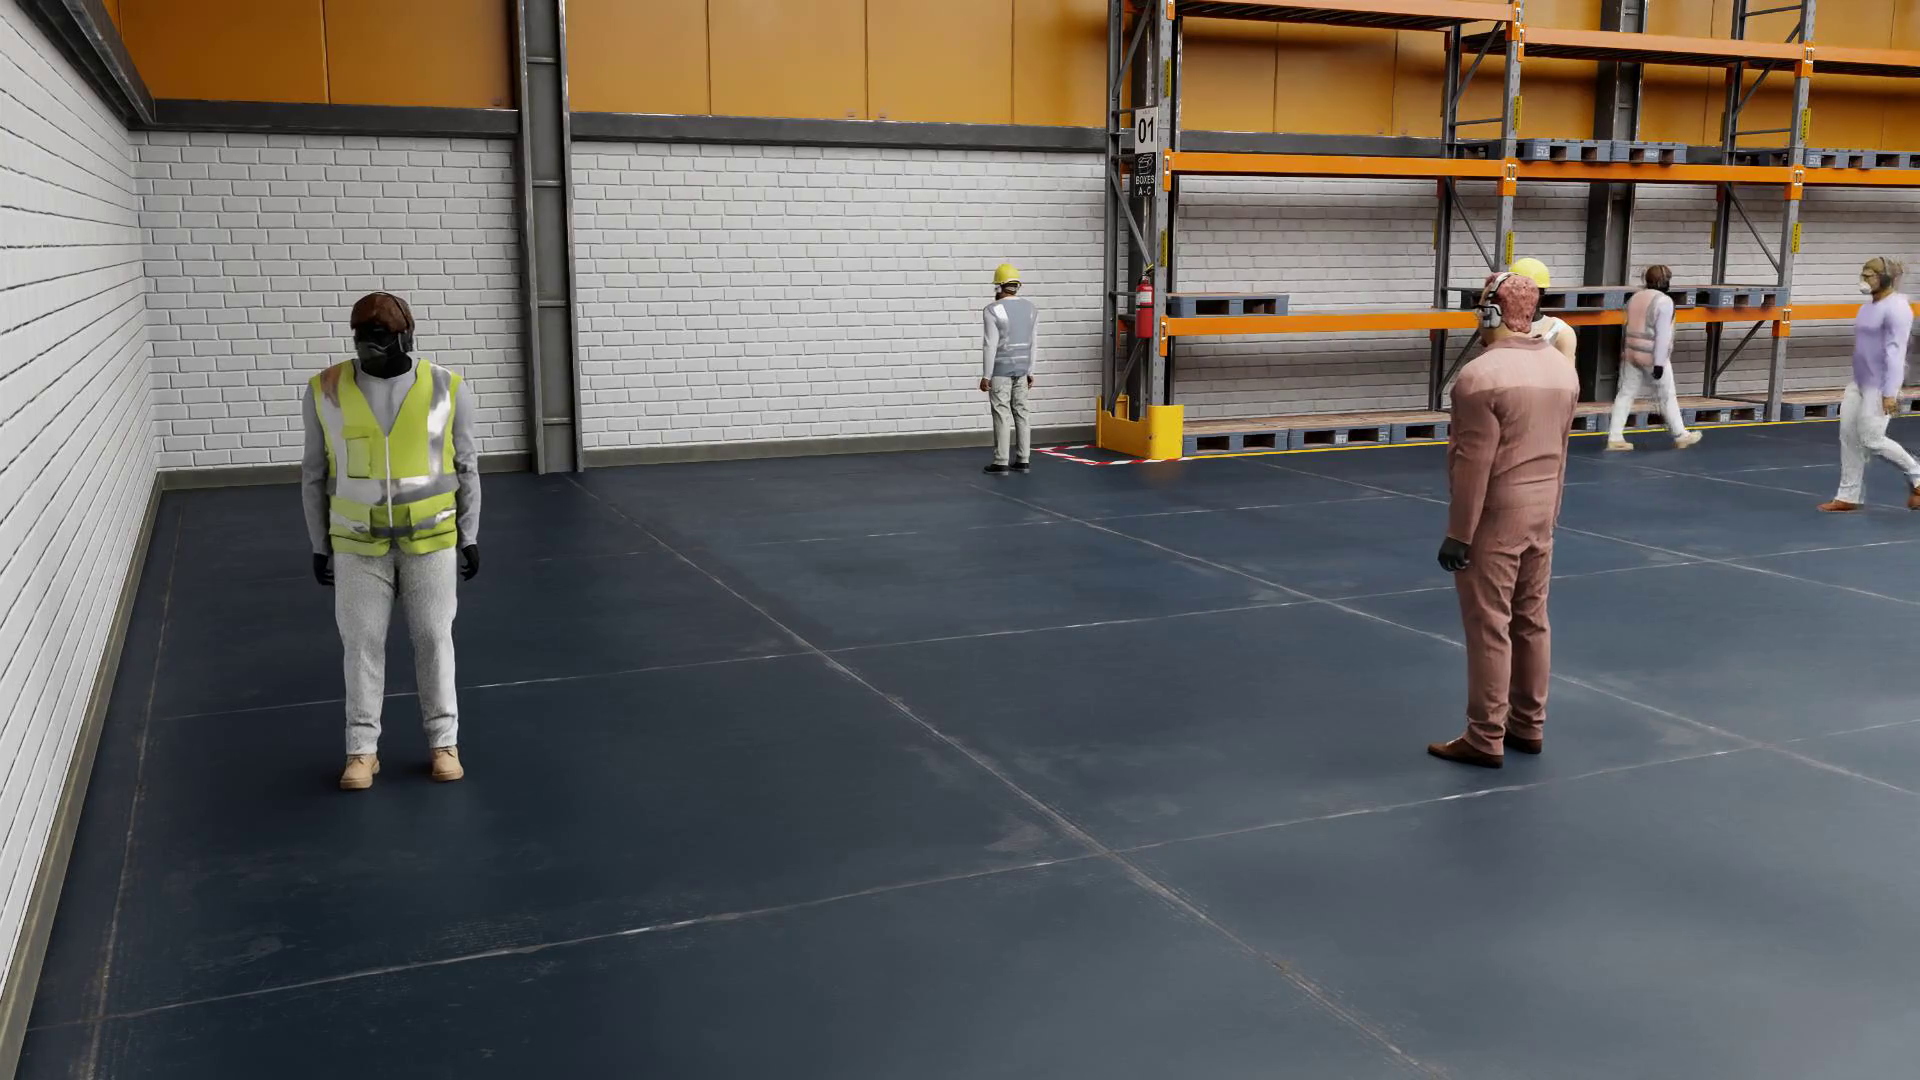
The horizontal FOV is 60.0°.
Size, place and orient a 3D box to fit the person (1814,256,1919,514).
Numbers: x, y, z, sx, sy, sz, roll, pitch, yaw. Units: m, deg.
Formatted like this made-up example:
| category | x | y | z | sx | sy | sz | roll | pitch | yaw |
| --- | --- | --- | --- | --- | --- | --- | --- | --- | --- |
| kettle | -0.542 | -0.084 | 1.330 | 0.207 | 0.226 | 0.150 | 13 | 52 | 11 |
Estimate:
| category | x | y | z | sx | sy | sz | roll | pitch | yaw |
| --- | --- | --- | --- | --- | --- | --- | --- | --- | --- |
| person | 6.785 | -1.116 | 12.221 | 0.716 | 1.917 | 0.636 | 1 | 10 | 4 |

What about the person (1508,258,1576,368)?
| category | x | y | z | sx | sy | sz | roll | pitch | yaw |
| --- | --- | --- | --- | --- | --- | --- | --- | --- | --- |
| person | 3.245 | -0.654 | 9.617 | 0.367 | 1.927 | 0.587 | -7 | 12 | -35 |

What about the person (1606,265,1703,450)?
| category | x | y | z | sx | sy | sz | roll | pitch | yaw |
| --- | --- | --- | --- | --- | --- | --- | --- | --- | --- |
| person | 6.749 | -1.753 | 16.114 | 0.972 | 1.788 | 0.653 | -3 | 11 | -16 |

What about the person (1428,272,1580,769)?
| category | x | y | z | sx | sy | sz | roll | pitch | yaw |
| --- | --- | --- | --- | --- | --- | --- | --- | --- | --- |
| person | 2.082 | -0.076 | 6.461 | 0.644 | 1.907 | 0.400 | -7 | 13 | -35 |

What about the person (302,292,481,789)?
| category | x | y | z | sx | sy | sz | roll | pitch | yaw |
| --- | --- | --- | --- | --- | --- | --- | --- | --- | --- |
| person | -2.098 | 0.007 | 6.182 | 0.626 | 1.840 | 0.430 | -3 | 11 | -15 |

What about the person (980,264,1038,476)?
| category | x | y | z | sx | sy | sz | roll | pitch | yaw |
| --- | --- | --- | --- | --- | --- | --- | --- | --- | --- |
| person | 0.406 | -1.478 | 14.474 | 0.599 | 1.830 | 0.404 | -8 | 13 | -39 |
